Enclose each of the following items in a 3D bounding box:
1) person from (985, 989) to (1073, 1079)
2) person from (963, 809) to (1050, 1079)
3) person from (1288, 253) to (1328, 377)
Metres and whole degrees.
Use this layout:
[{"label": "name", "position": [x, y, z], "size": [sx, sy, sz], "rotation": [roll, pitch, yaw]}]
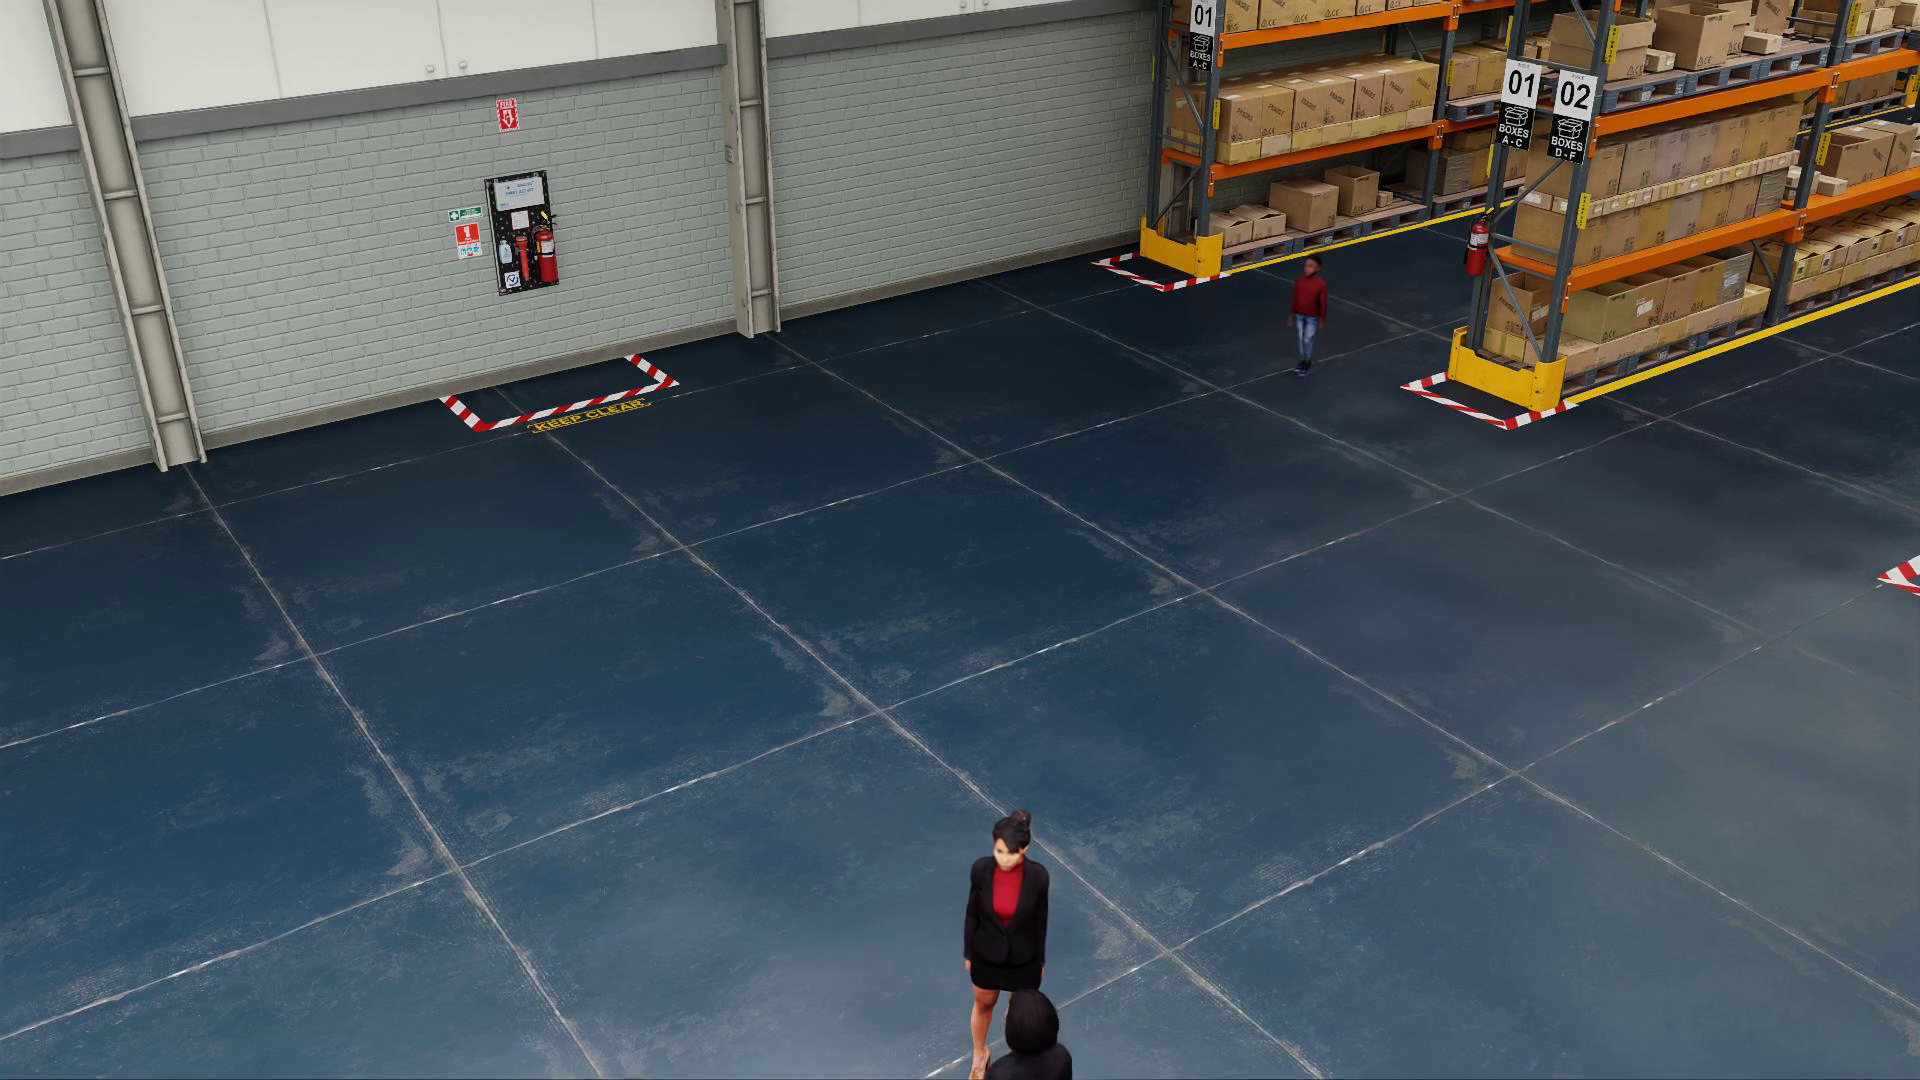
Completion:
[{"label": "person", "position": [0.313, 2.609, 6.889], "size": [0.789, 1.685, 0.637], "rotation": [-13, 30, -24]}, {"label": "person", "position": [0.221, 2.032, 8.057], "size": [0.710, 1.640, 0.770], "rotation": [4, 27, 7]}, {"label": "person", "position": [3.570, -2.320, 16.942], "size": [0.579, 1.244, 0.625], "rotation": [20, 33, 33]}]
